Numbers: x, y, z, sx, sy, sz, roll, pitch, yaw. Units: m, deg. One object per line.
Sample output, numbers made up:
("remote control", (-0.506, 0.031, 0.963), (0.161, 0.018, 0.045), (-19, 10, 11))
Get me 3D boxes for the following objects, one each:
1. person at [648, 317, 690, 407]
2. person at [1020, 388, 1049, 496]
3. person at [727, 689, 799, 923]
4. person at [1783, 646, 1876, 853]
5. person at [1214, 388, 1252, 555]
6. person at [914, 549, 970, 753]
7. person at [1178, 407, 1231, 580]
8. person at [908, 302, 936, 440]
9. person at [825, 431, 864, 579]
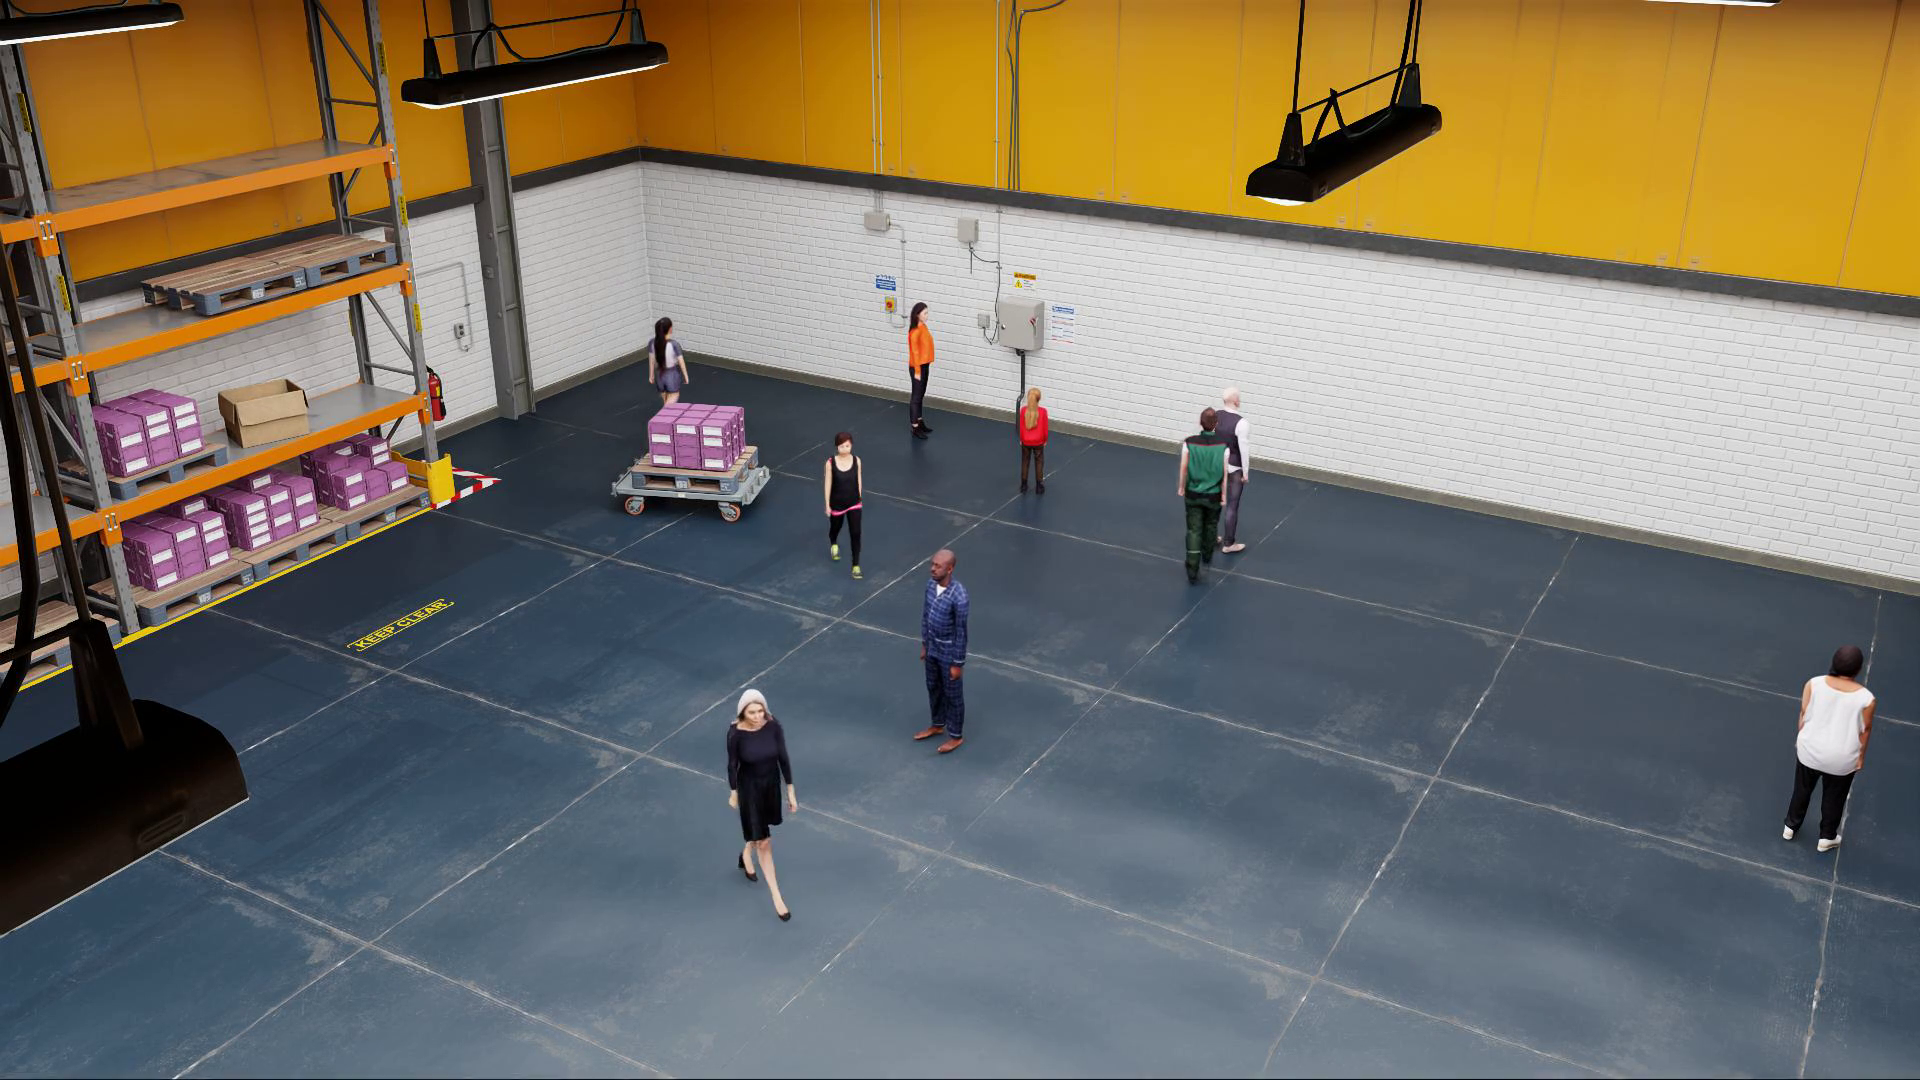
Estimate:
("person", (-3.693, -1.941, 20.788), (0.698, 1.617, 1.010), (9, 25, 20))
("person", (0.851, -1.163, 19.427), (0.546, 1.282, 0.571), (4, 24, 8))
("person", (-1.485, 1.823, 12.070), (1.134, 1.704, 1.020), (-13, 27, -28))
("person", (6.634, 1.564, 12.683), (0.715, 1.688, 0.684), (21, 31, 40))
("person", (2.855, -0.755, 17.820), (0.744, 1.822, 0.670), (21, 31, 39))
("person", (-0.125, 0.902, 14.034), (0.714, 1.818, 0.733), (-20, 31, -39))
("person", (2.495, -0.460, 17.162), (0.888, 1.809, 1.135), (4, 24, 10))
("person", (-0.523, -2.177, 21.163), (0.741, 1.749, 0.591), (5, 24, 12))
("person", (-1.228, -0.418, 17.427), (0.999, 1.520, 1.052), (-6, 24, -14))
